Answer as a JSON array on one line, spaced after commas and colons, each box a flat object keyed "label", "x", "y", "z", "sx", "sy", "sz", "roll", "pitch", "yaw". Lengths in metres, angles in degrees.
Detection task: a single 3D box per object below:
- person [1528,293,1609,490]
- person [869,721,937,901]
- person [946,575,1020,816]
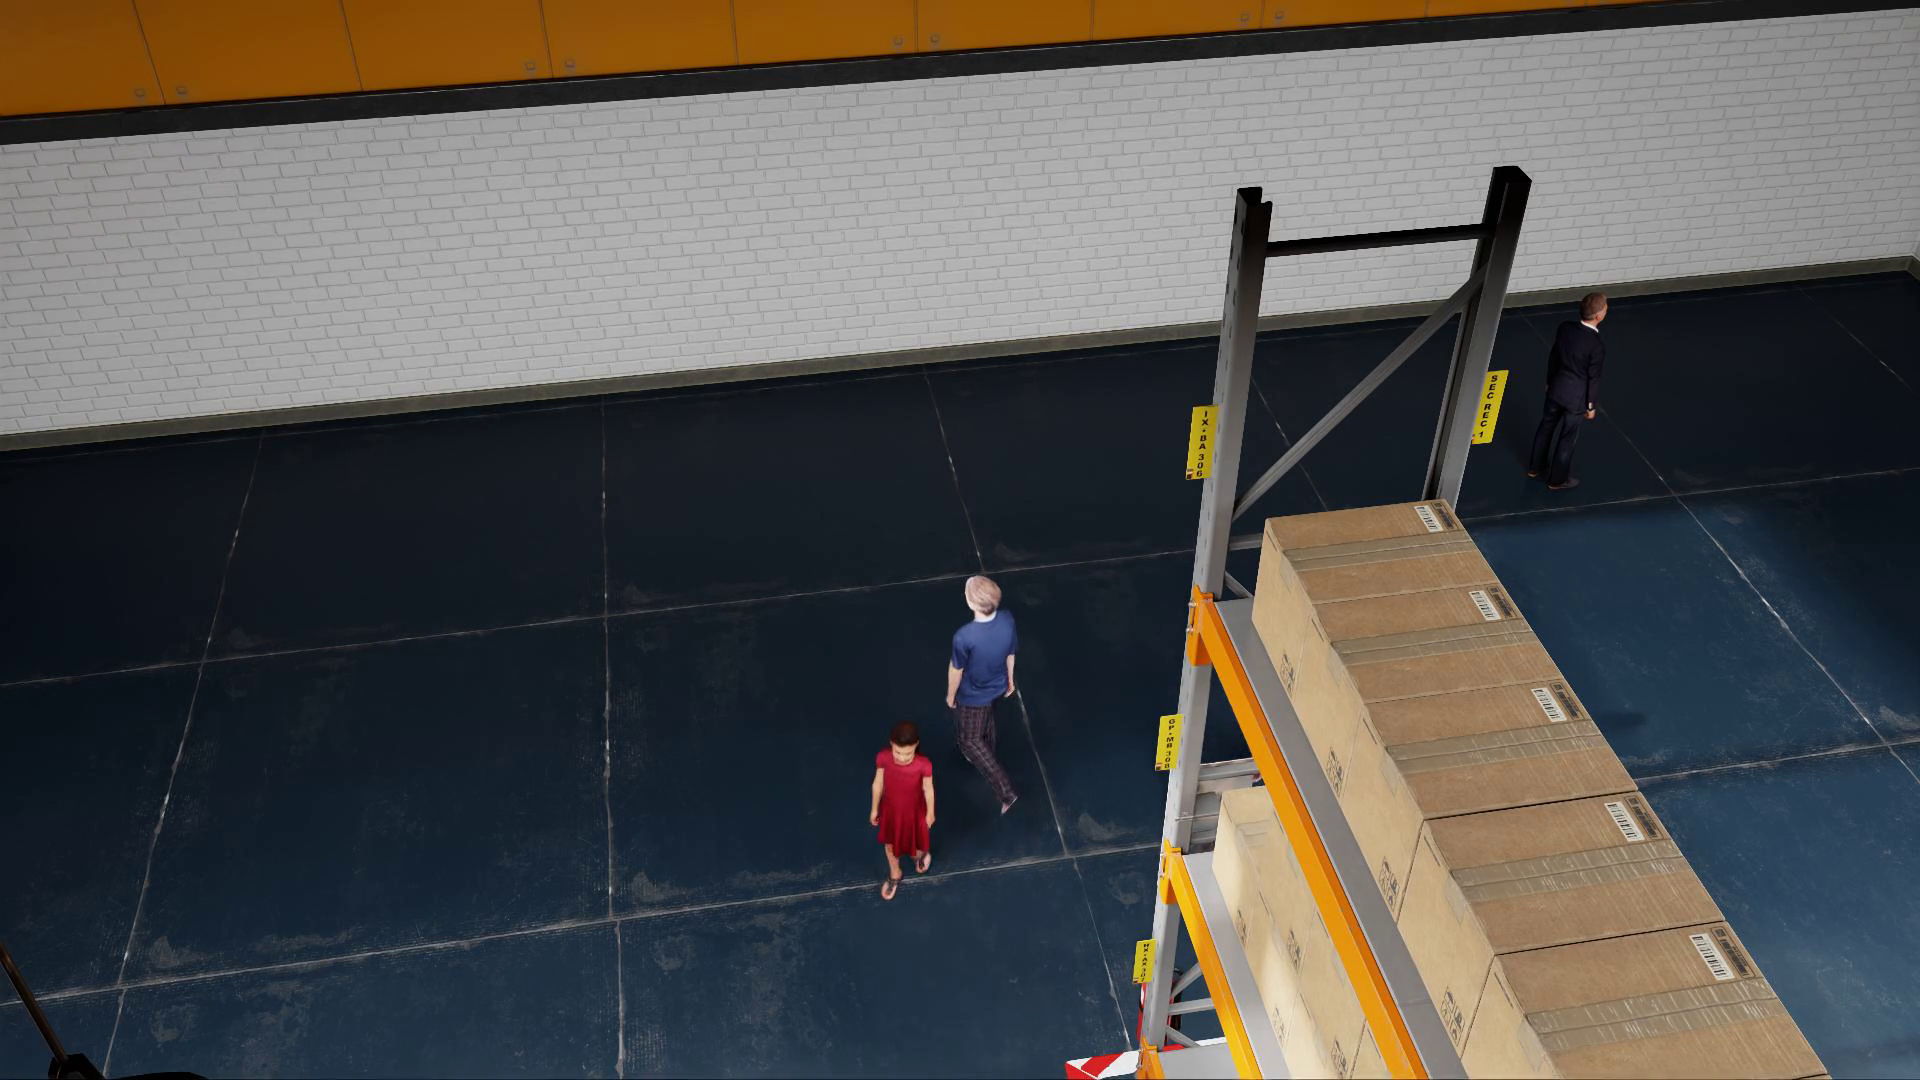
[{"label": "person", "x": 5.075, "y": -1.251, "z": 13.812, "sx": 0.814, "sy": 1.815, "sz": 0.645, "roll": -18, "pitch": 42, "yaw": -21}, {"label": "person", "x": -0.317, "y": 1.629, "z": 10.431, "sx": 0.746, "sy": 1.535, "sz": 0.856, "roll": 14, "pitch": 41, "yaw": 17}, {"label": "person", "x": 0.189, "y": 1.046, "z": 10.916, "sx": 0.952, "sy": 1.839, "sz": 1.115, "roll": -24, "pitch": 45, "yaw": -27}]
